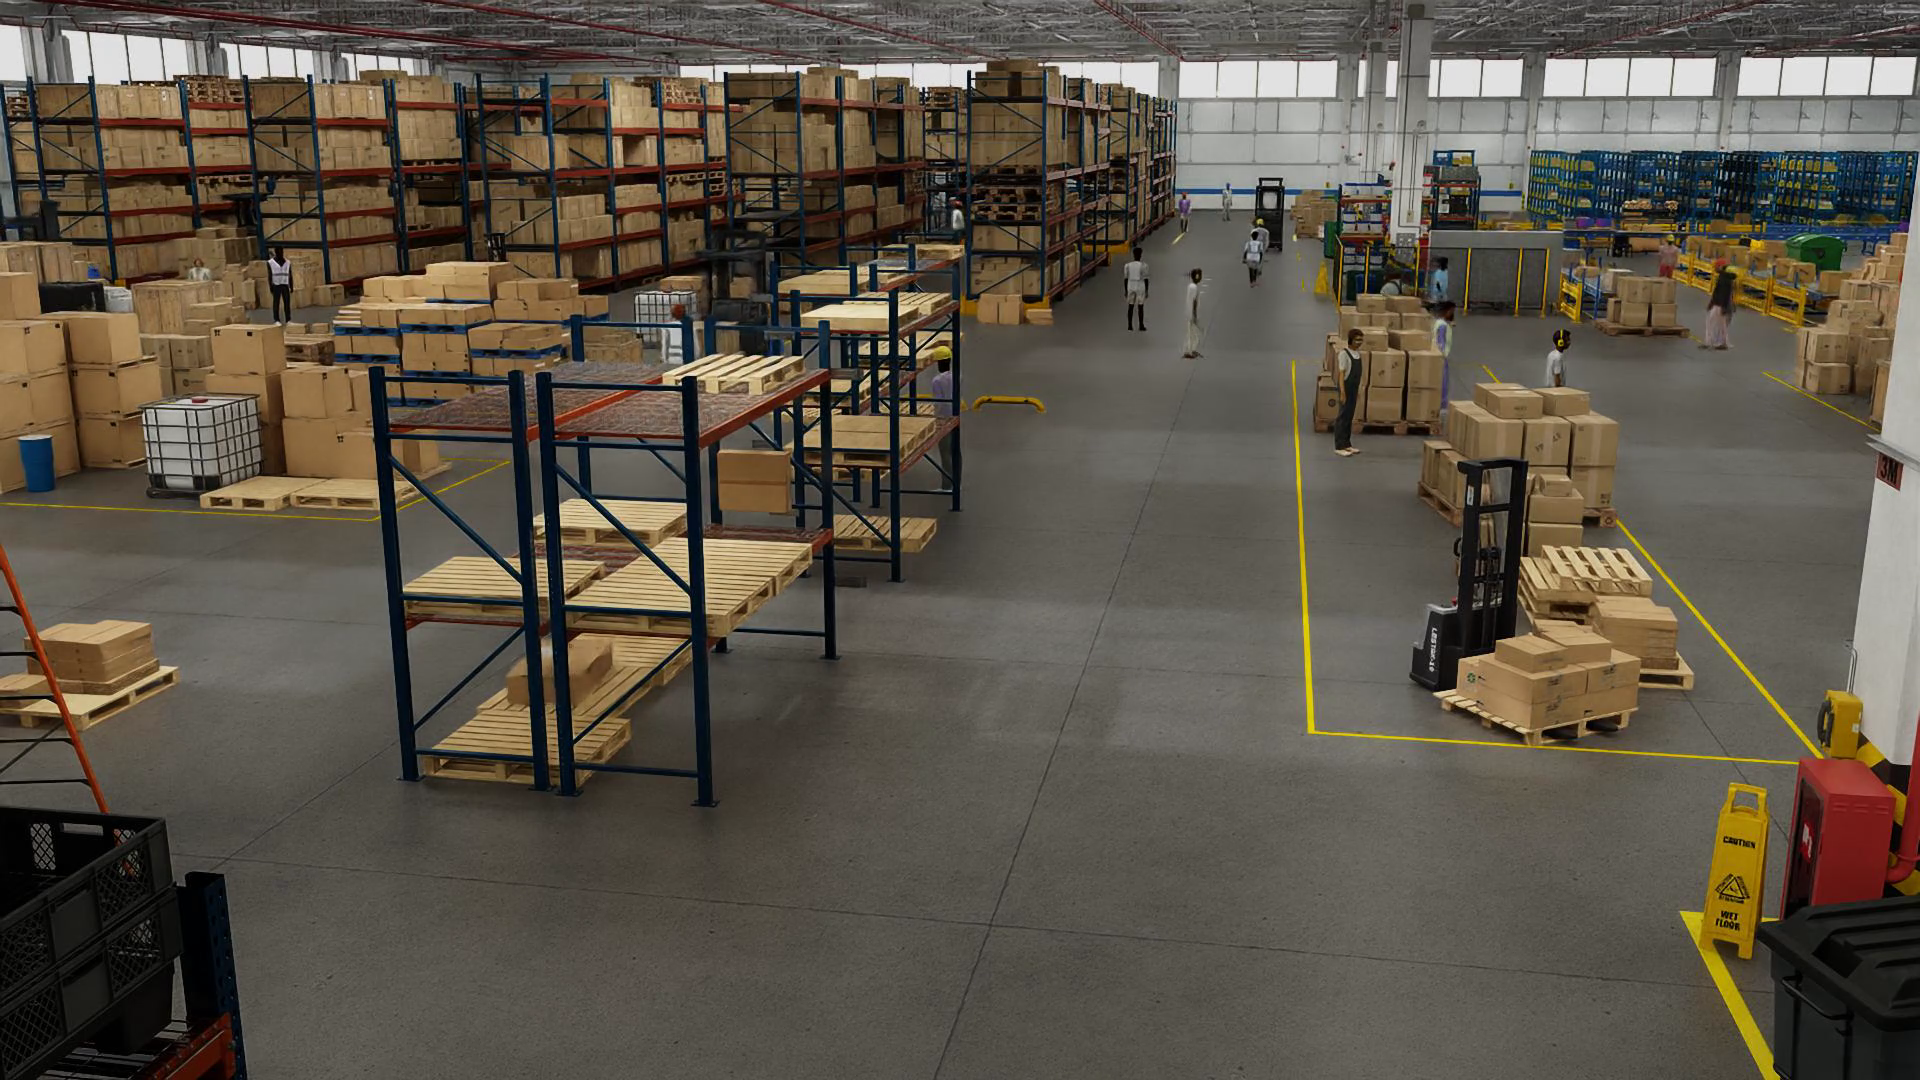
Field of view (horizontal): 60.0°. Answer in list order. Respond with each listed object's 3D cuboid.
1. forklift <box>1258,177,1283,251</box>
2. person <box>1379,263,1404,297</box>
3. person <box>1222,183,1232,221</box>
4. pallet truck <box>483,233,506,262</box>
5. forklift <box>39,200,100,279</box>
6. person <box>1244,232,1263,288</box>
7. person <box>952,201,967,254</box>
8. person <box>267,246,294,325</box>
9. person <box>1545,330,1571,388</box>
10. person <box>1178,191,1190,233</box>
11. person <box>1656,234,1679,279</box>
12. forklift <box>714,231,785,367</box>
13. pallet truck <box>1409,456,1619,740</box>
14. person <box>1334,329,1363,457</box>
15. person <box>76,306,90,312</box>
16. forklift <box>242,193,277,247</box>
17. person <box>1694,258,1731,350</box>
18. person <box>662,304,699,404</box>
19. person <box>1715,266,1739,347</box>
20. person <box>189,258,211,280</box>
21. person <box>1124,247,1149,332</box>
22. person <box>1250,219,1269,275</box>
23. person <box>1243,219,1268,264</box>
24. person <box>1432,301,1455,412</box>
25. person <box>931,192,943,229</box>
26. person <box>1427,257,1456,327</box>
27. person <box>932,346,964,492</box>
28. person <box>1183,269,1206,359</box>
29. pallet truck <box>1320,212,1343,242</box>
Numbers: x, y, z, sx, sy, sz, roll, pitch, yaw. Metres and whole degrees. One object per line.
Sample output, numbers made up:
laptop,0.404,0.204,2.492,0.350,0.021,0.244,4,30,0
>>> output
forklift,12.083,-12.747,64.956,1.129,2.768,1.873,3,14,10
person,8.527,-4.544,33.380,0.642,2.000,0.713,10,17,36
person,13.884,-17.539,86.333,0.615,1.945,0.400,-7,16,-27
pallet truck,-11.832,-7.026,43.548,1.885,1.965,0.823,8,16,28
forklift,-23.625,-7.445,43.432,1.873,2.768,1.129,-9,17,-33
person,8.788,-8.394,49.826,0.533,1.652,0.876,0,14,0
person,0.011,-11.783,62.844,0.737,2.003,0.683,-6,15,-24
person,-16.365,-6.125,40.079,0.594,1.910,0.383,-13,19,-42
person,8.472,-2.051,23.612,0.328,1.872,0.514,2,14,8
person,10.260,-15.016,76.137,0.556,1.926,0.631,2,14,7
person,20.012,-7.754,47.021,0.565,1.743,0.683,4,14,16
forklift,-3.969,-4.255,30.479,1.129,2.768,1.873,3,14,10
pallet truck,4.504,0.400,13.395,0.823,1.965,1.885,-6,15,-23
person,5.623,-2.130,23.995,0.346,1.840,0.505,11,17,37
person,-13.906,-2.784,26.551,1.038,1.883,0.650,5,15,21
forklift,-20.610,-8.867,49.202,1.129,2.768,1.873,3,14,10
person,16.088,-5.014,35.480,0.805,1.952,0.600,6,15,24
person,-4.601,-2.946,27.318,0.587,1.848,0.950,1,14,5
person,16.593,-5.028,35.912,0.525,1.769,0.315,-10,17,-36
person,-18.386,-6.028,40.291,0.521,1.624,0.646,-2,14,-9
person,4.117,-5.834,38.773,0.603,1.966,0.368,6,15,23
person,9.770,-9.564,54.288,0.616,1.785,0.951,1,14,5
person,10.380,-10.480,58.412,0.875,1.581,0.522,4,14,15
person,7.911,-3.028,27.543,0.686,1.890,0.622,4,14,16
person,-1.094,-15.902,79.782,0.562,1.889,0.952,1,14,3
person,11.493,-5.956,39.909,0.532,1.656,0.880,-12,18,-41
person,-0.182,-1.534,21.402,0.383,1.923,0.588,9,17,34
person,4.864,-4.635,34.158,0.603,1.847,0.547,-2,14,-7
pallet truck,15.874,-13.227,70.310,0.680,1.201,1.601,10,17,35
